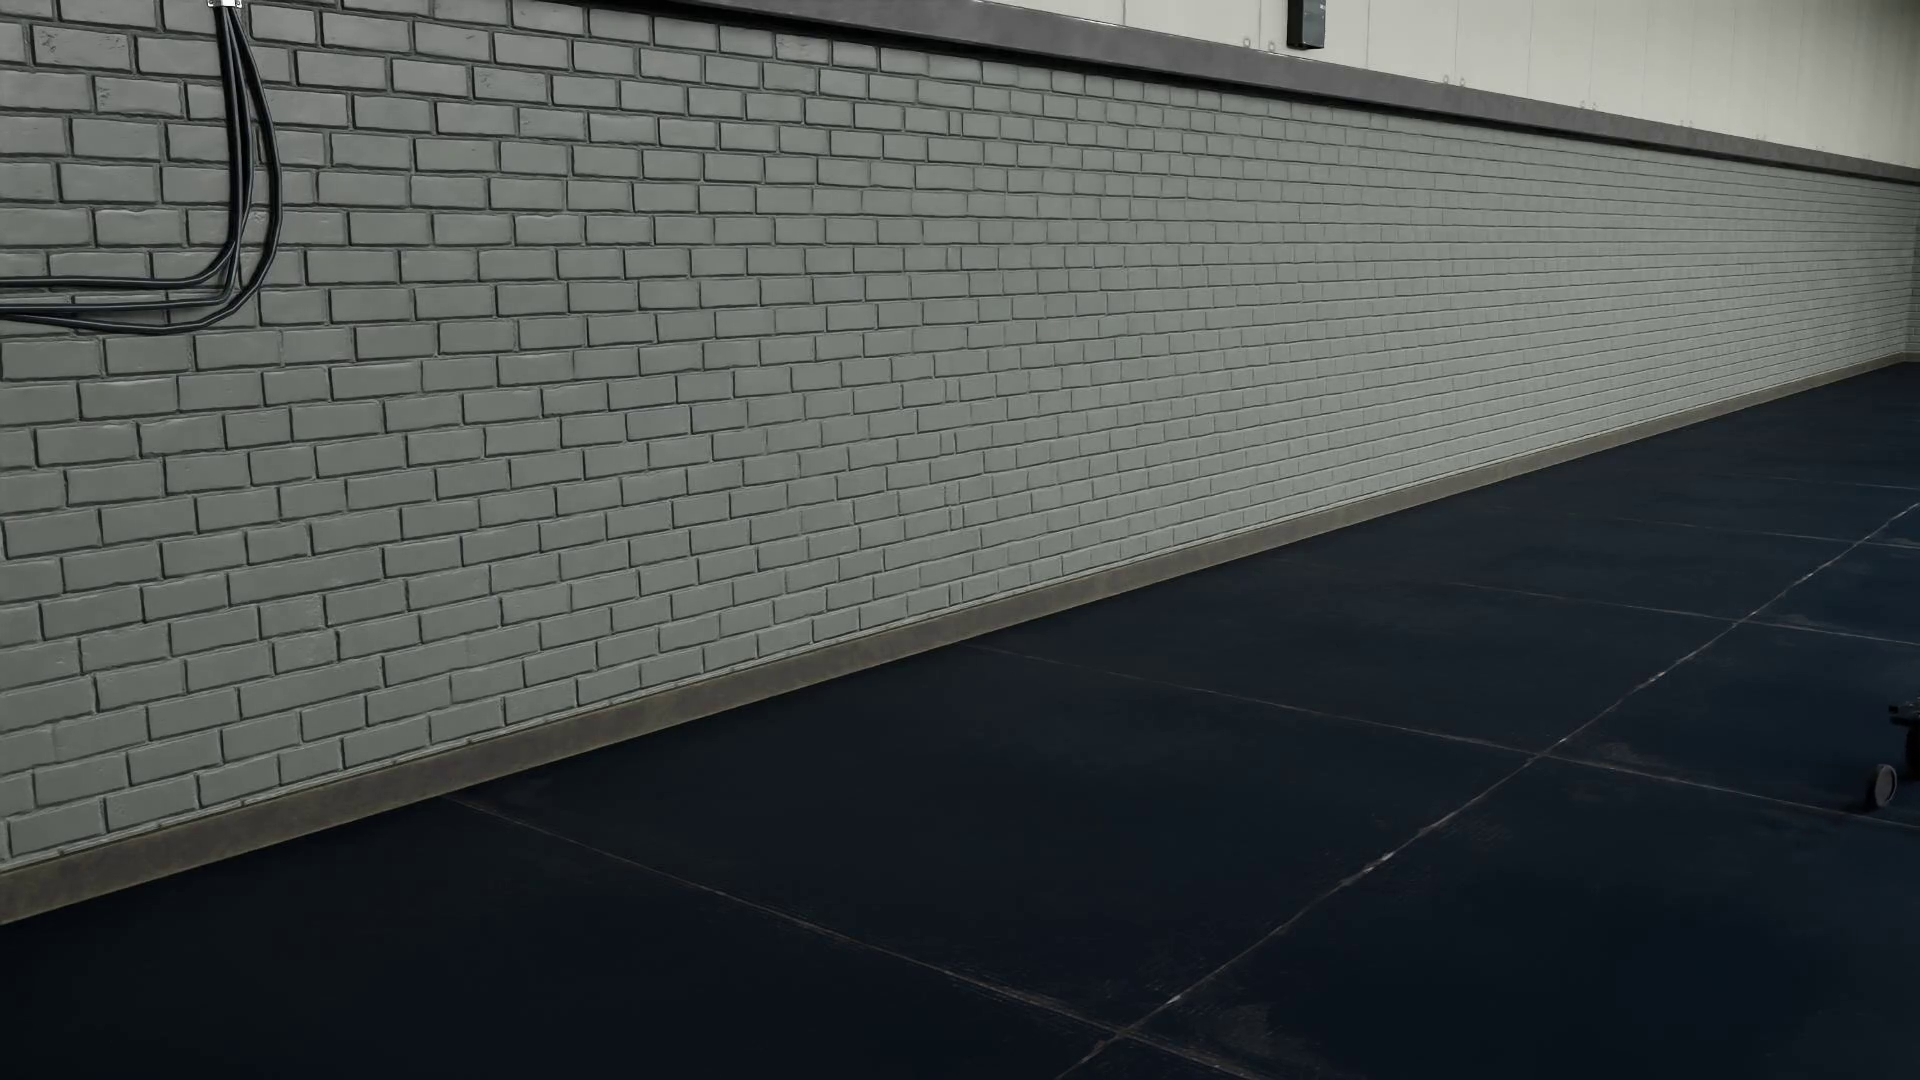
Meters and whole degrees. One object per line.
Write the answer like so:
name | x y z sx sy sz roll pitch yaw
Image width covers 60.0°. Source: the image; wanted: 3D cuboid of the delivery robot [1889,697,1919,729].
delivery robot | 3.603 0.510 5.936 0.698 0.223 0.335 -7 12 -35
